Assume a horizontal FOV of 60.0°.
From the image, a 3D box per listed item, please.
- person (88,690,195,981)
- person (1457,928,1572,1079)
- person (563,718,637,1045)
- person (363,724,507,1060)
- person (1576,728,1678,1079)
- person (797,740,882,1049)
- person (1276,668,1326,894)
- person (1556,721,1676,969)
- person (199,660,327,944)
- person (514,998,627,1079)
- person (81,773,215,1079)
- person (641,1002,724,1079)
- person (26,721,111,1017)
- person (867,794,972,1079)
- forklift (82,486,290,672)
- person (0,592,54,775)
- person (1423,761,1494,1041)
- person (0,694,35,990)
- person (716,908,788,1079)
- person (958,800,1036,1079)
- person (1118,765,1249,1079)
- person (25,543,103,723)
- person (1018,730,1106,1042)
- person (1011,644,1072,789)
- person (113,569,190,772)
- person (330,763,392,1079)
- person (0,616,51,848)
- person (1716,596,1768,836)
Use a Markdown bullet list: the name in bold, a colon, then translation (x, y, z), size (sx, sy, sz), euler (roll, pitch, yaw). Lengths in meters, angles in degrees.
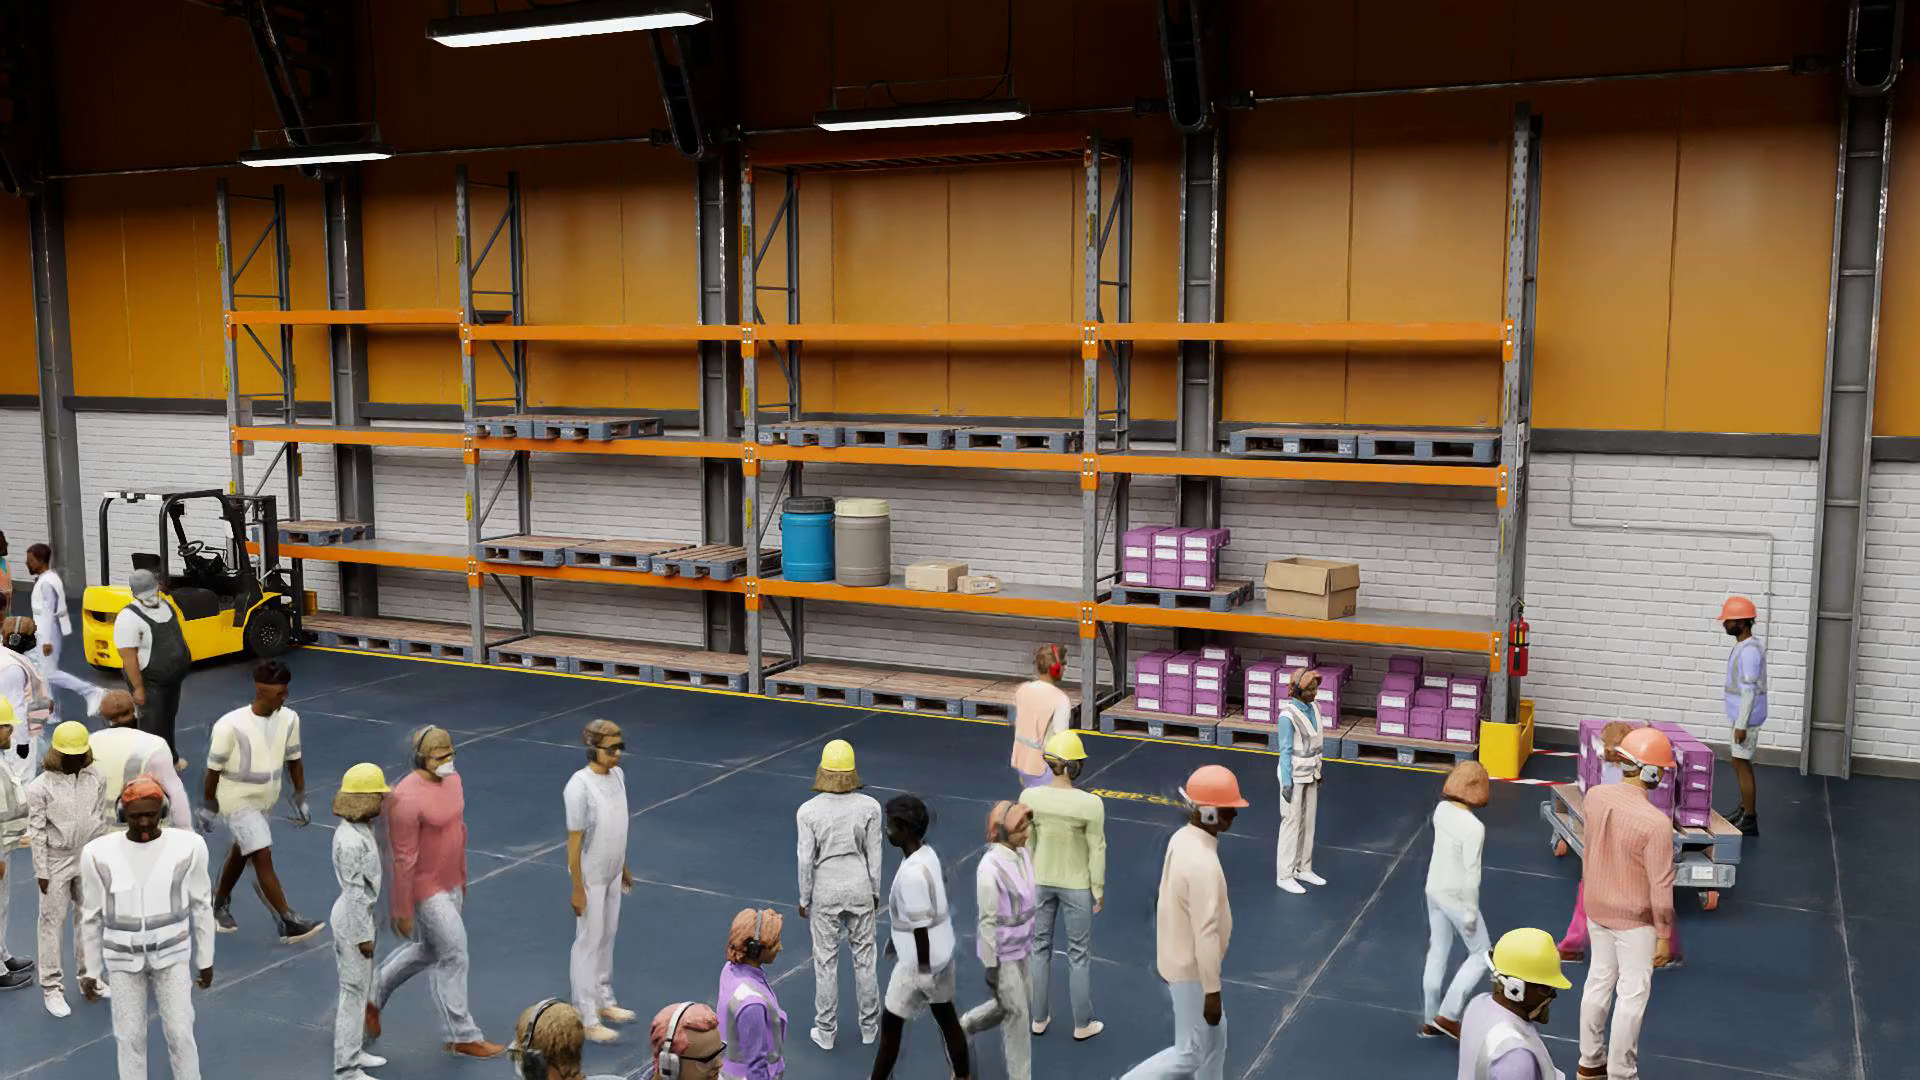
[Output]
- **person**: translation (-5.133, 1.836, 10.344), size (0.700, 1.819, 0.431), euler (2, 7, 17)
- **person**: translation (2.049, 2.331, 6.184), size (0.404, 1.825, 0.587), euler (1, 7, 4)
- **person**: translation (-2.058, 1.920, 9.500), size (0.331, 1.843, 0.515), euler (2, 7, 19)
- **person**: translation (-2.999, 1.932, 9.213), size (0.916, 1.901, 0.641), euler (1, 7, 9)
- **person**: translation (3.498, 1.953, 8.695), size (0.411, 1.980, 0.626), euler (-2, 7, -19)
- **person**: translation (-0.677, 1.985, 9.373), size (0.484, 1.745, 0.307), euler (-2, 7, -13)
- **person**: translation (2.448, 1.722, 12.007), size (0.312, 1.631, 0.529), euler (6, 9, 38)
- **person**: translation (4.142, 1.928, 10.484), size (0.841, 1.589, 0.512), euler (0, 7, 2)
- **person**: translation (-4.650, 1.718, 11.020), size (1.077, 1.874, 0.614), euler (3, 8, 24)
- **person**: translation (-1.243, 2.393, 5.256), size (0.377, 1.931, 0.636), euler (4, 8, 27)
- **person**: translation (-3.970, 2.067, 8.152), size (0.587, 1.881, 0.392), euler (-3, 7, -20)
- **person**: translation (-0.861, 2.396, 5.311), size (0.408, 1.905, 0.652), euler (2, 7, 17)
- **person**: translation (-5.262, 1.927, 9.892), size (0.322, 1.735, 0.486), euler (4, 8, 29)
- **person**: translation (-0.291, 2.127, 8.526), size (0.800, 1.654, 0.545), euler (1, 7, 8)
- **forklift**: translation (-9.426, 0.454, 20.179), size (1.214, 2.155, 2.313), euler (3, 8, 26)
- **person**: translation (-8.183, 1.324, 14.446), size (0.611, 1.859, 0.856), euler (3, 7, 20)
- **person**: translation (2.807, 2.043, 9.401), size (0.370, 1.616, 0.510), euler (-2, 7, -15)
- **person**: translation (-5.928, 1.848, 10.204), size (0.403, 1.821, 0.601), euler (-4, 8, -30)
- **person**: translation (-0.877, 2.331, 6.973), size (0.324, 1.631, 0.522), euler (-2, 7, -15)
- **person**: translation (0.200, 2.131, 8.674), size (0.660, 1.612, 0.534), euler (3, 8, 25)
- **person**: translation (1.034, 2.045, 8.022), size (0.828, 1.963, 0.652), euler (0, 7, -1)
- **person**: translation (-9.310, 0.968, 17.156), size (0.667, 1.898, 0.607), euler (-5, 8, -33)
- **person**: translation (0.582, 1.961, 9.488), size (0.526, 1.765, 0.330), euler (3, 7, 23)
- **person**: translation (0.567, 1.648, 11.815), size (0.525, 1.826, 0.584), euler (-5, 8, -33)
- **person**: translation (-7.141, 1.167, 14.915), size (0.535, 2.000, 0.903), euler (0, 7, 4)
- **person**: translation (-3.204, 2.050, 8.894), size (0.361, 1.733, 0.484), euler (-2, 7, -13)
- **person**: translation (-7.365, 1.500, 13.046), size (0.429, 1.830, 0.639), euler (-4, 8, -30)
- **person**: translation (6.286, 1.408, 13.413), size (0.404, 1.926, 0.554), euler (3, 7, 21)
